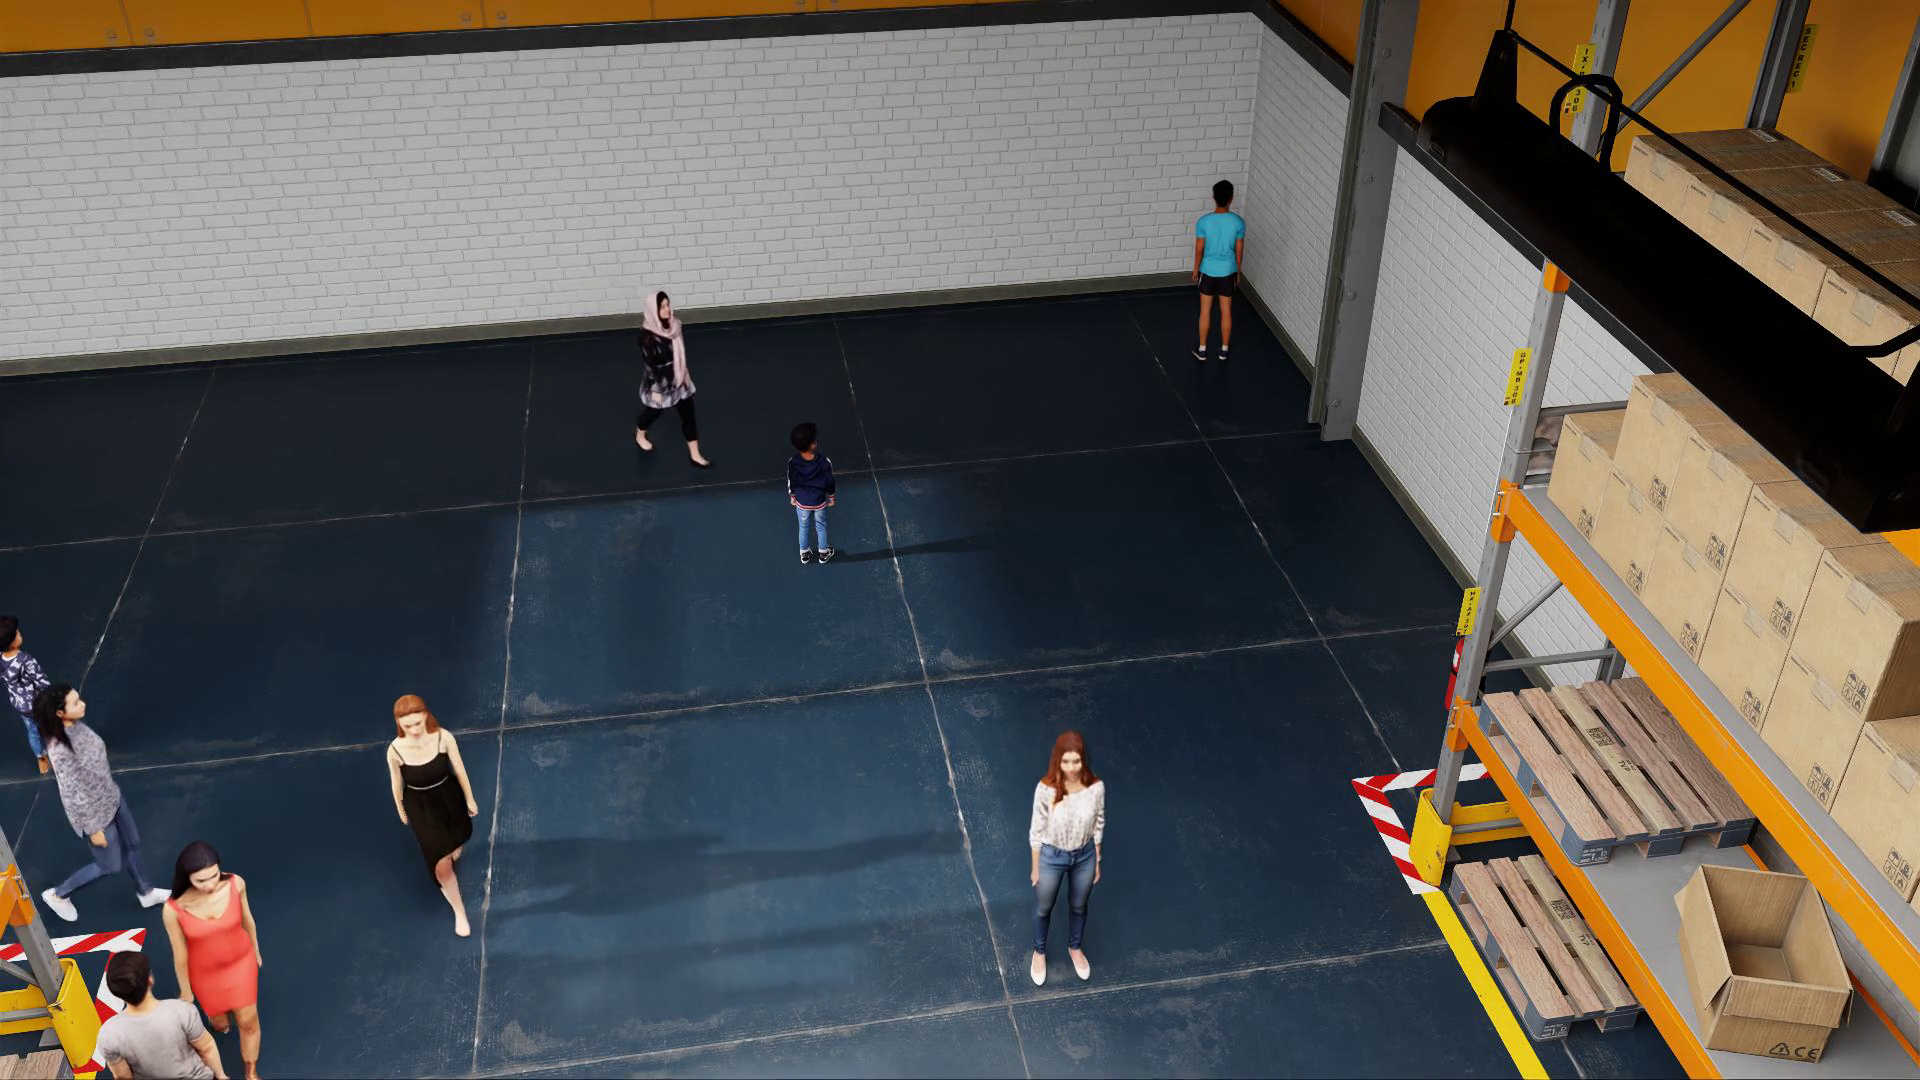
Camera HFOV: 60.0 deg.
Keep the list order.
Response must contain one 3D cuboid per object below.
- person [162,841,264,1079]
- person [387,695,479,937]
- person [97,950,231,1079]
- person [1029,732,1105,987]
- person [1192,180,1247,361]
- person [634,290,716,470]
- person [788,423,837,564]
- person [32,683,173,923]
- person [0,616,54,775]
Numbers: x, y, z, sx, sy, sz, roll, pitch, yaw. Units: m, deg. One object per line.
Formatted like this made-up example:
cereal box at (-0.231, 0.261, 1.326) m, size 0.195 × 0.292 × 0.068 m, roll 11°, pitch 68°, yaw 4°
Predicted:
person at (-3.894, 2.198, 8.718) m, size 0.915 × 1.695 × 1.066 m, roll -23°, pitch 40°, yaw -30°
person at (-3.103, 1.515, 9.833) m, size 0.778 × 1.596 × 1.097 m, roll -15°, pitch 37°, yaw -22°
person at (-3.804, 2.633, 8.041) m, size 0.649 × 1.718 × 0.587 m, roll -12°, pitch 36°, yaw -18°
person at (0.590, 1.770, 9.330) m, size 0.576 × 1.729 × 0.505 m, roll -4°, pitch 34°, yaw -6°
person at (2.450, -2.541, 15.773) m, size 0.660 × 1.776 × 0.585 m, roll 1°, pitch 34°, yaw 1°
person at (-2.584, -1.369, 14.172) m, size 1.127 × 1.597 × 1.097 m, roll 19°, pitch 38°, yaw 26°
person at (-1.170, -0.364, 12.996) m, size 0.562 × 1.224 × 0.541 m, roll 2°, pitch 34°, yaw 3°
person at (-5.093, 1.566, 9.647) m, size 0.732 × 1.718 × 0.901 m, roll -9°, pitch 35°, yaw -13°
person at (-6.087, 1.018, 10.893) m, size 0.574 × 1.251 × 0.608 m, roll 9°, pitch 35°, yaw 13°
